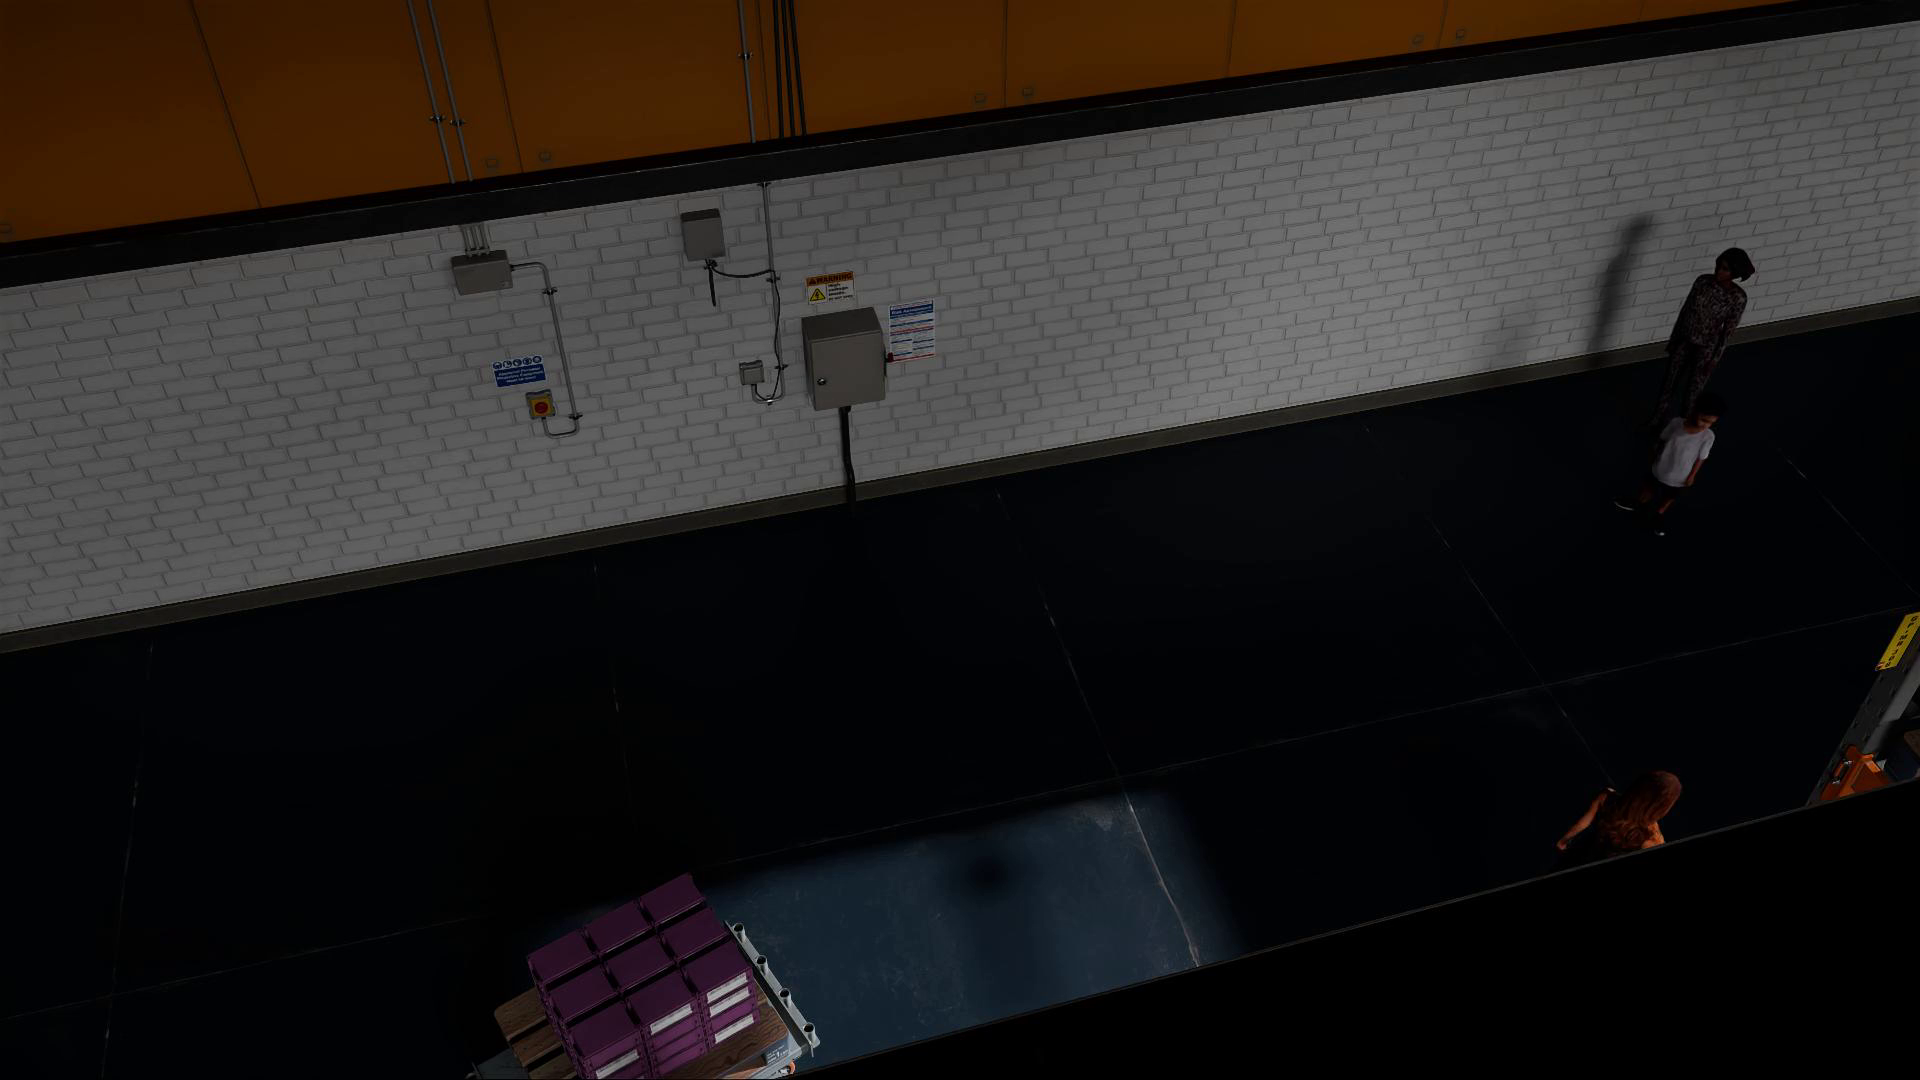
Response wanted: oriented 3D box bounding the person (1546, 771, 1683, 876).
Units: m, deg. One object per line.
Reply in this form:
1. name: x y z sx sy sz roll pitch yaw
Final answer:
1. person: 3.313 1.852 8.840 0.968 1.797 1.039 -34 53 -31

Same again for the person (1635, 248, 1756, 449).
1. person: 5.476 -1.427 12.343 0.712 1.713 0.608 -25 49 -24

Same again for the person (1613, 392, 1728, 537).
1. person: 5.055 -0.571 11.785 0.759 1.243 0.619 -28 50 -26
